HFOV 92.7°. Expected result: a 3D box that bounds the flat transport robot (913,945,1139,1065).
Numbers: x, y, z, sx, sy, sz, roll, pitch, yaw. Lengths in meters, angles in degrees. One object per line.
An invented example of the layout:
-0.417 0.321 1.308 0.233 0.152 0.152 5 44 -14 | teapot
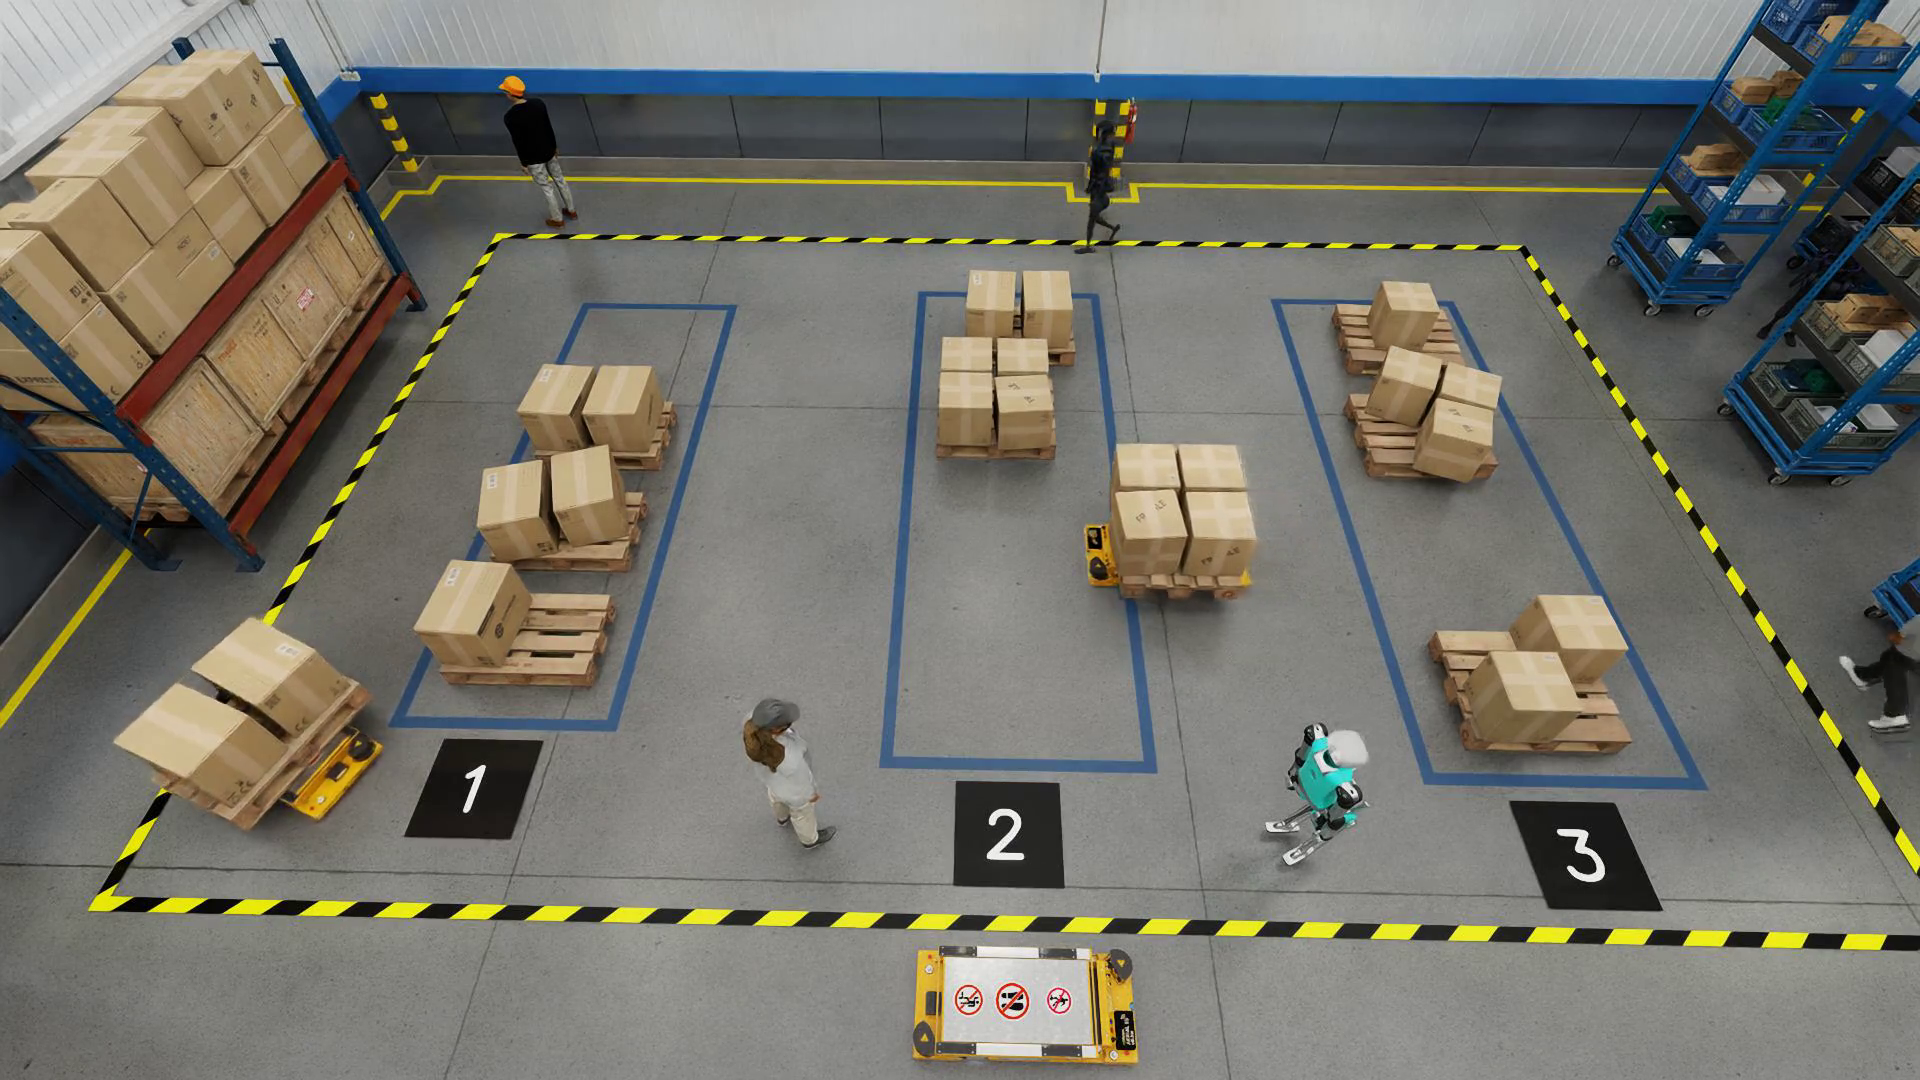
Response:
0.422 3.041 6.007 1.431 0.231 0.659 1 51 1 | flat transport robot

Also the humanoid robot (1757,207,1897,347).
9.400 -2.825 9.870 0.599 1.657 0.315 26 55 19 | humanoid robot

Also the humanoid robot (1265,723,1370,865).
2.506 1.682 6.080 0.735 1.677 0.533 -11 52 -9 | humanoid robot

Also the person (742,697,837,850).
-1.179 1.589 6.222 0.572 1.766 0.396 36 59 26 | person

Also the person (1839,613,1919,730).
7.432 0.748 6.874 0.599 1.829 0.744 4 51 3 | person

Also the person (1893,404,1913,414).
10.216 -2.095 9.117 0.627 1.940 0.373 -7 51 -6 | person

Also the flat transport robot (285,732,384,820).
-5.332 1.611 7.154 1.431 0.197 0.652 17 53 14 | flat transport robot

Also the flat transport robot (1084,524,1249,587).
1.880 0.109 8.379 1.431 0.197 0.652 1 51 1 | flat transport robot

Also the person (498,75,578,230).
-5.205 -4.769 11.332 0.361 1.884 0.585 24 55 19 | person

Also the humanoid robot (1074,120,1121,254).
1.744 -4.227 11.033 0.555 1.643 0.593 -7 51 -6 | humanoid robot
